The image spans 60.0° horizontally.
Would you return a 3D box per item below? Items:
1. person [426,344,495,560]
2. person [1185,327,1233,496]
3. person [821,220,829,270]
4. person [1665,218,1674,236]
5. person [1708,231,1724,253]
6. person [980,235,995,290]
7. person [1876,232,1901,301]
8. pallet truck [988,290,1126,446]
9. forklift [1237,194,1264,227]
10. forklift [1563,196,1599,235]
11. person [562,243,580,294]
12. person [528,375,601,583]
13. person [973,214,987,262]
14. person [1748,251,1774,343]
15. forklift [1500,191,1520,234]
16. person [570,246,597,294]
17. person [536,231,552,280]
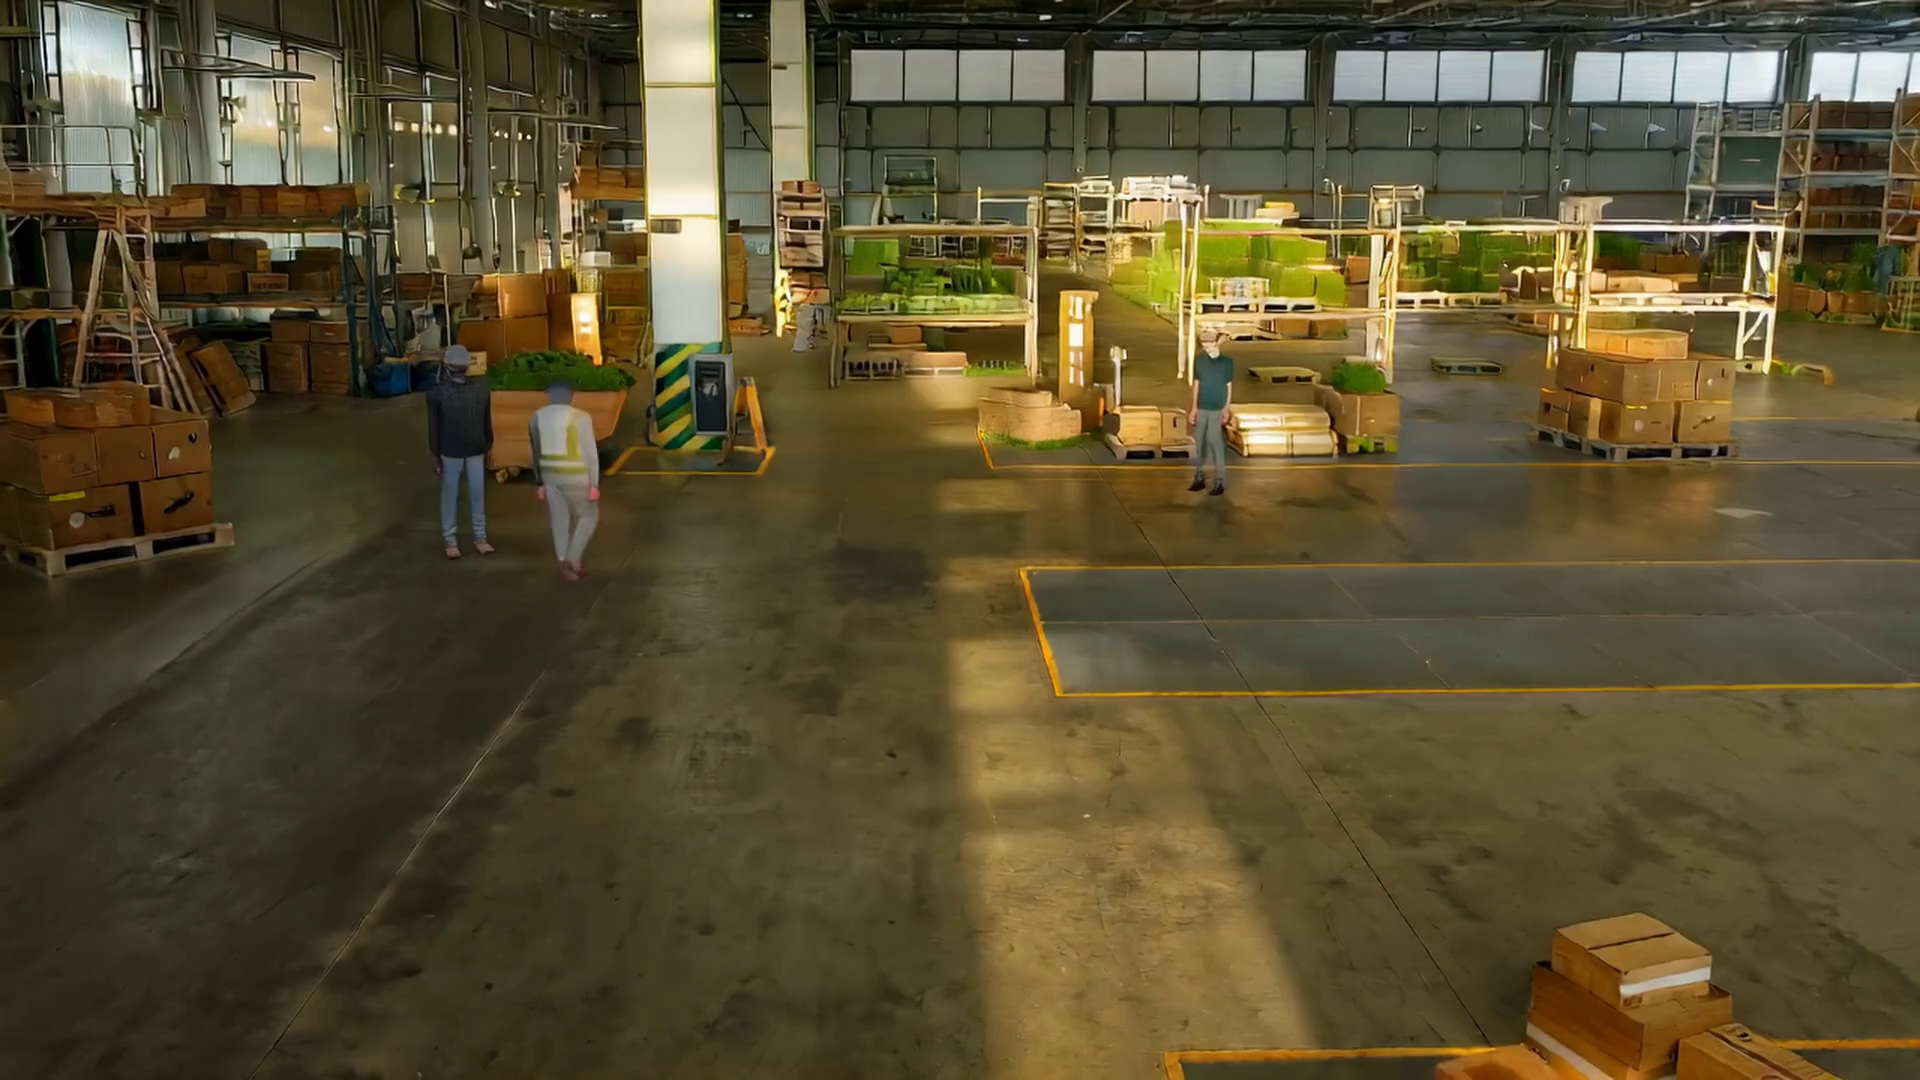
[{"bbox_3d":[-4.625,-0.824,15.458,0.612,1.995,0.377,-9,16,-36],"label":"person"},{"bbox_3d":[2.776,-1.433,18.493,0.508,1.872,0.329,10,16,37],"label":"person"},{"bbox_3d":[-4.570,-10.117,57.594,0.627,1.912,0.691,-7,14,-29],"label":"person"},{"bbox_3d":[25.254,-10.517,59.346,0.371,1.941,0.627,11,17,41],"label":"person"},{"bbox_3d":[26.840,-10.303,59.102,0.644,1.610,0.530,-4,13,-16],"label":"person"},{"bbox_3d":[0.801,-8.401,49.796,0.372,1.940,0.631,7,14,28],"label":"person"},{"bbox_3d":[25.784,-7.576,46.147,0.411,1.908,0.643,2,13,11],"label":"person"},{"bbox_3d":[1.257,-2.299,22.111,1.885,1.965,0.823,-9,15,-35],"label":"pallet truck"},{"bbox_3d":[9.737,-10.261,56.049,1.129,2.768,1.873,-8,15,-33],"label":"forklift"},{"bbox_3d":[18.692,-8.991,50.314,1.129,2.768,1.873,-1,13,-3],"label":"forklift"},{"bbox_3d":[-9.385,-6.266,40.369,0.516,1.843,0.325,-4,13,-18],"label":"person"},{"bbox_3d":[-3.401,-0.511,14.410,0.648,1.832,0.436,4,13,19],"label":"person"},{"bbox_3d":[0.830,-11.921,65.776,0.568,1.902,0.831,-2,13,-8],"label":"person"},{"bbox_3d":[16.906,-5.098,34.942,0.392,1.914,0.587,1,13,5],"label":"person"},{"bbox_3d":[20.751,-11.779,62.905,1.873,2.768,1.129,0,12,-2],"label":"forklift"},{"bbox_3d":[-8.764,-5.911,38.705,0.597,1.869,0.448,-5,13,-20],"label":"person"},{"bbox_3d":[-13.758,-9.428,55.117,0.514,1.639,0.309,0,12,-1],"label":"person"}]
